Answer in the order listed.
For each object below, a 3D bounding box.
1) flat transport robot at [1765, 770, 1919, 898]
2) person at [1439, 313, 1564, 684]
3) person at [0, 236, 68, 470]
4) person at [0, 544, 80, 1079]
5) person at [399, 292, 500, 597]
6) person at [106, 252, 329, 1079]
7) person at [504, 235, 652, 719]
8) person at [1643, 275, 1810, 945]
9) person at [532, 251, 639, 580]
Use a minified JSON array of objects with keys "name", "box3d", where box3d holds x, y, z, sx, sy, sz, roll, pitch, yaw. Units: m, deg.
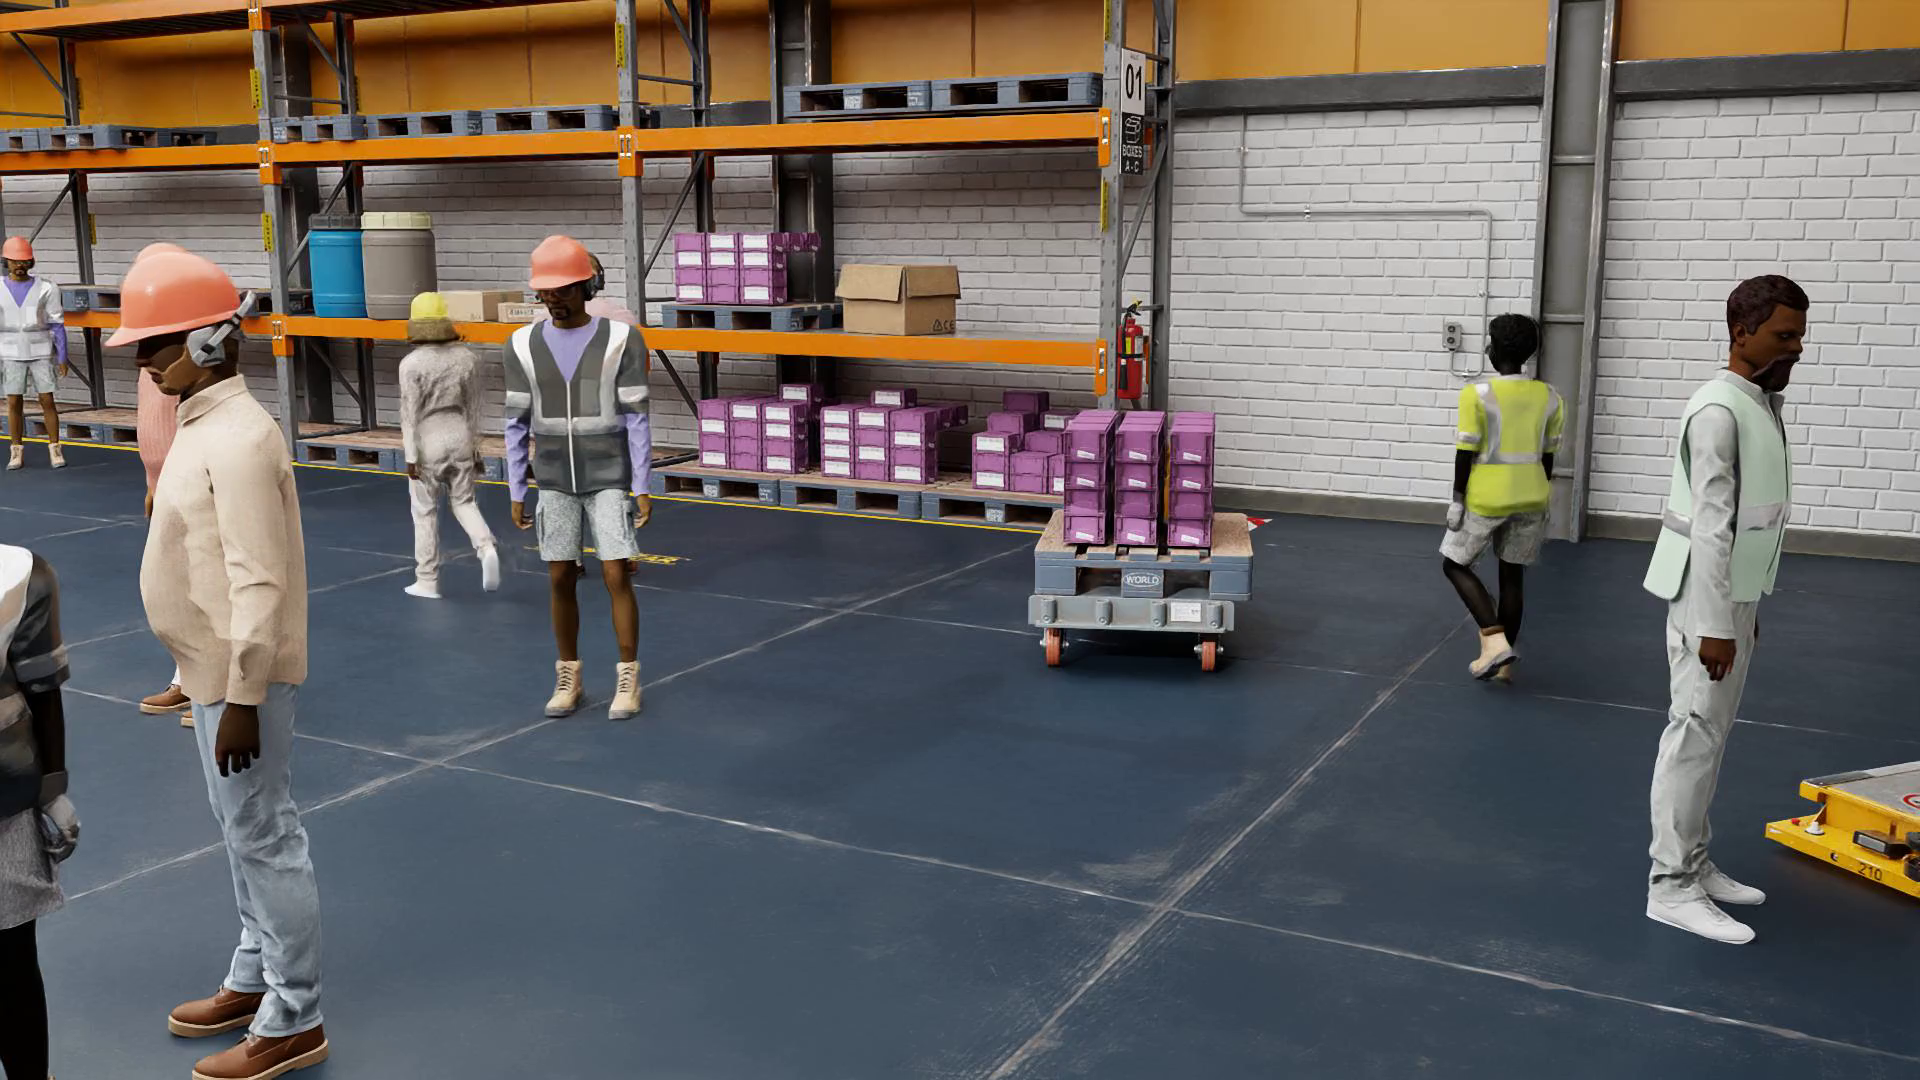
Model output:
[{"name":"flat transport robot","box3d":[3.442,0.906,5.459,1.431,0.197,0.652,-4,11,-22]},{"name":"person","box3d":[2.427,-0.171,7.459,0.550,1.686,0.371,-3,11,-18]},{"name":"person","box3d":[-8.117,-1.614,14.477,0.622,2.030,0.449,-4,11,-23]},{"name":"person","box3d":[-2.108,0.562,3.430,0.530,1.697,0.321,-6,12,-31]},{"name":"person","box3d":[-2.848,-0.509,9.234,0.614,1.722,0.503,9,14,42]},{"name":"person","box3d":[-1.766,0.314,4.000,0.388,1.987,0.608,-6,12,-31]},{"name":"person","box3d":[-1.598,-0.248,6.970,0.617,2.030,0.409,0,10,2]},{"name":"person","box3d":[2.232,0.188,4.889,0.397,1.915,0.587,7,12,33]},{"name":"person","box3d":[-2.176,-0.718,9.789,0.632,1.940,0.372,0,10,-1]}]
